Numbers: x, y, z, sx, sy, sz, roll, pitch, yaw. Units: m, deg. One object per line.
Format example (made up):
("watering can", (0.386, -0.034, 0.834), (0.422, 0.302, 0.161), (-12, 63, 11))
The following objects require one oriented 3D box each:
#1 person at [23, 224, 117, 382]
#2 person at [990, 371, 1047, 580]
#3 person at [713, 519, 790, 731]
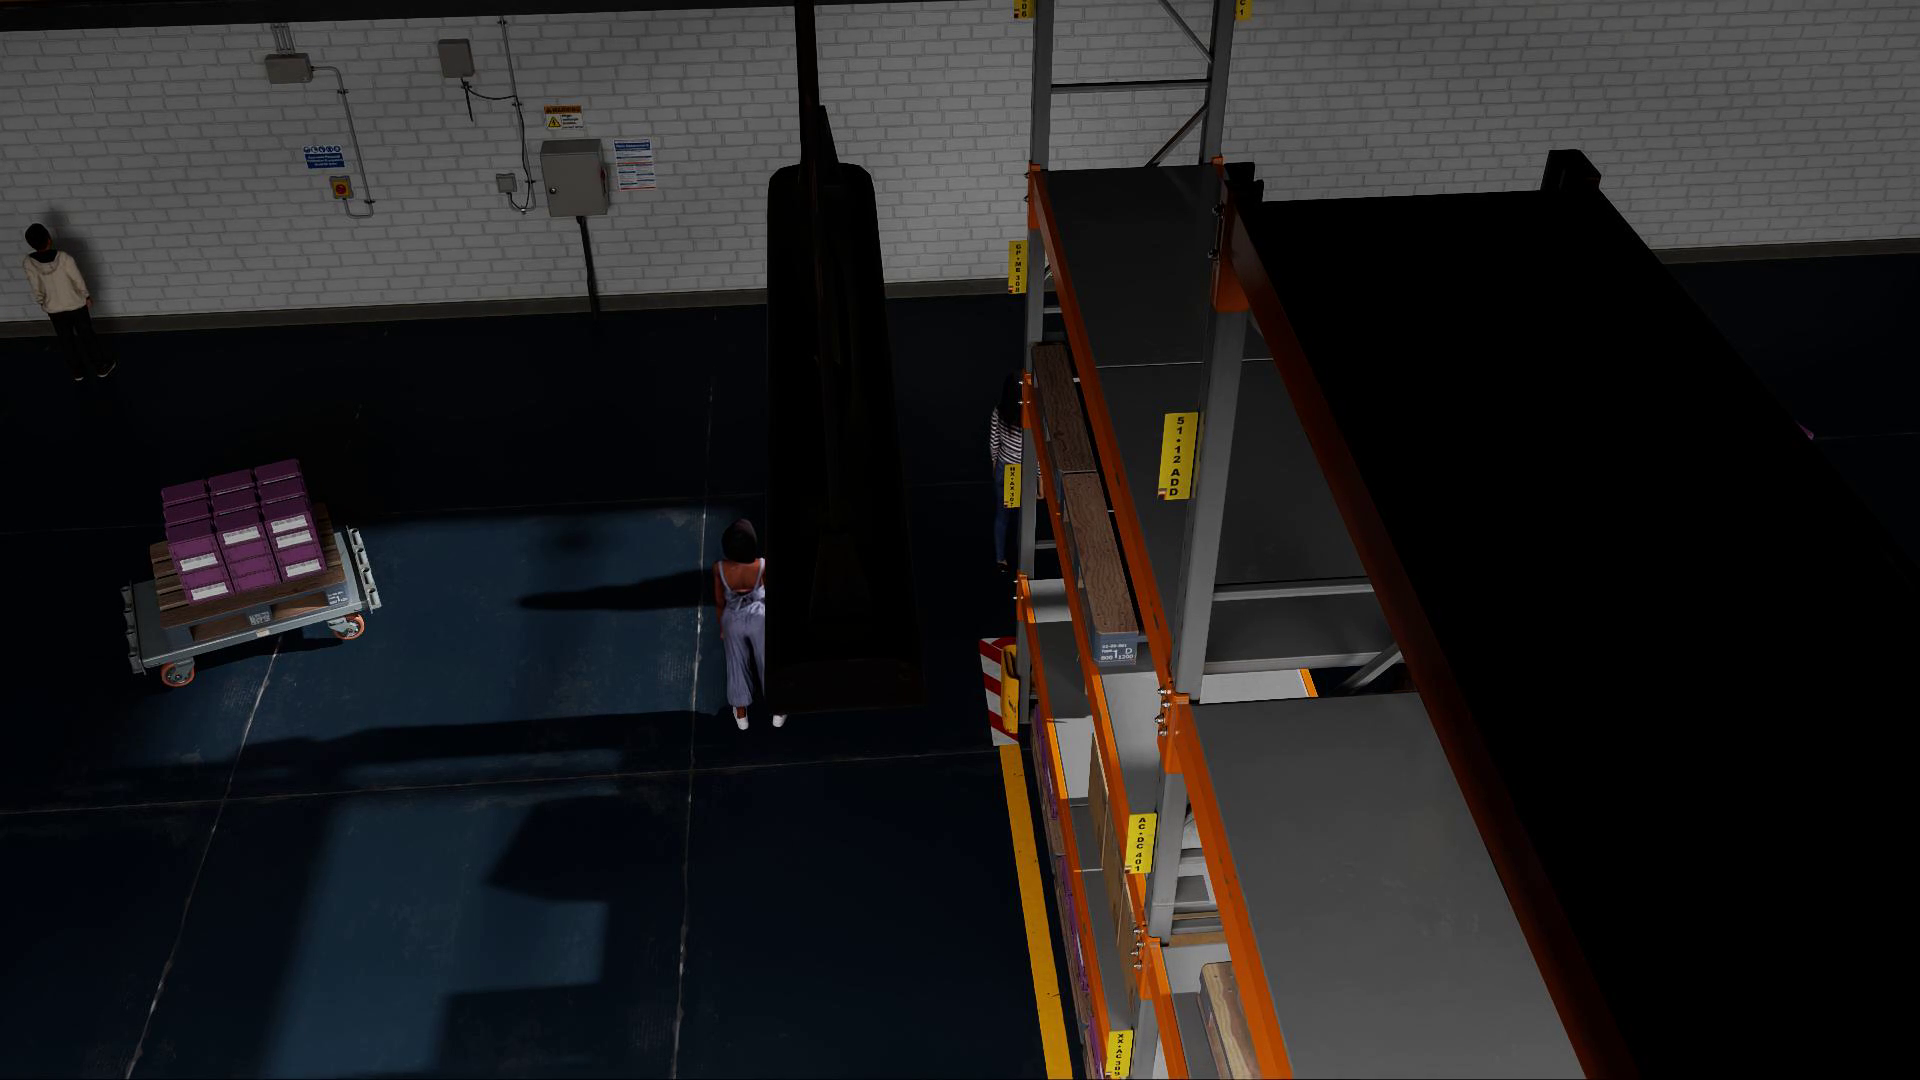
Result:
("person", (-7.664, -2.031, 14.227), (0.601, 1.455, 0.559), (-8, 39, -10))
("person", (0.405, -0.437, 11.959), (0.636, 1.797, 0.676), (24, 44, 27))
("person", (-1.366, 0.550, 10.803), (0.577, 1.696, 0.505), (-2, 39, -3))
